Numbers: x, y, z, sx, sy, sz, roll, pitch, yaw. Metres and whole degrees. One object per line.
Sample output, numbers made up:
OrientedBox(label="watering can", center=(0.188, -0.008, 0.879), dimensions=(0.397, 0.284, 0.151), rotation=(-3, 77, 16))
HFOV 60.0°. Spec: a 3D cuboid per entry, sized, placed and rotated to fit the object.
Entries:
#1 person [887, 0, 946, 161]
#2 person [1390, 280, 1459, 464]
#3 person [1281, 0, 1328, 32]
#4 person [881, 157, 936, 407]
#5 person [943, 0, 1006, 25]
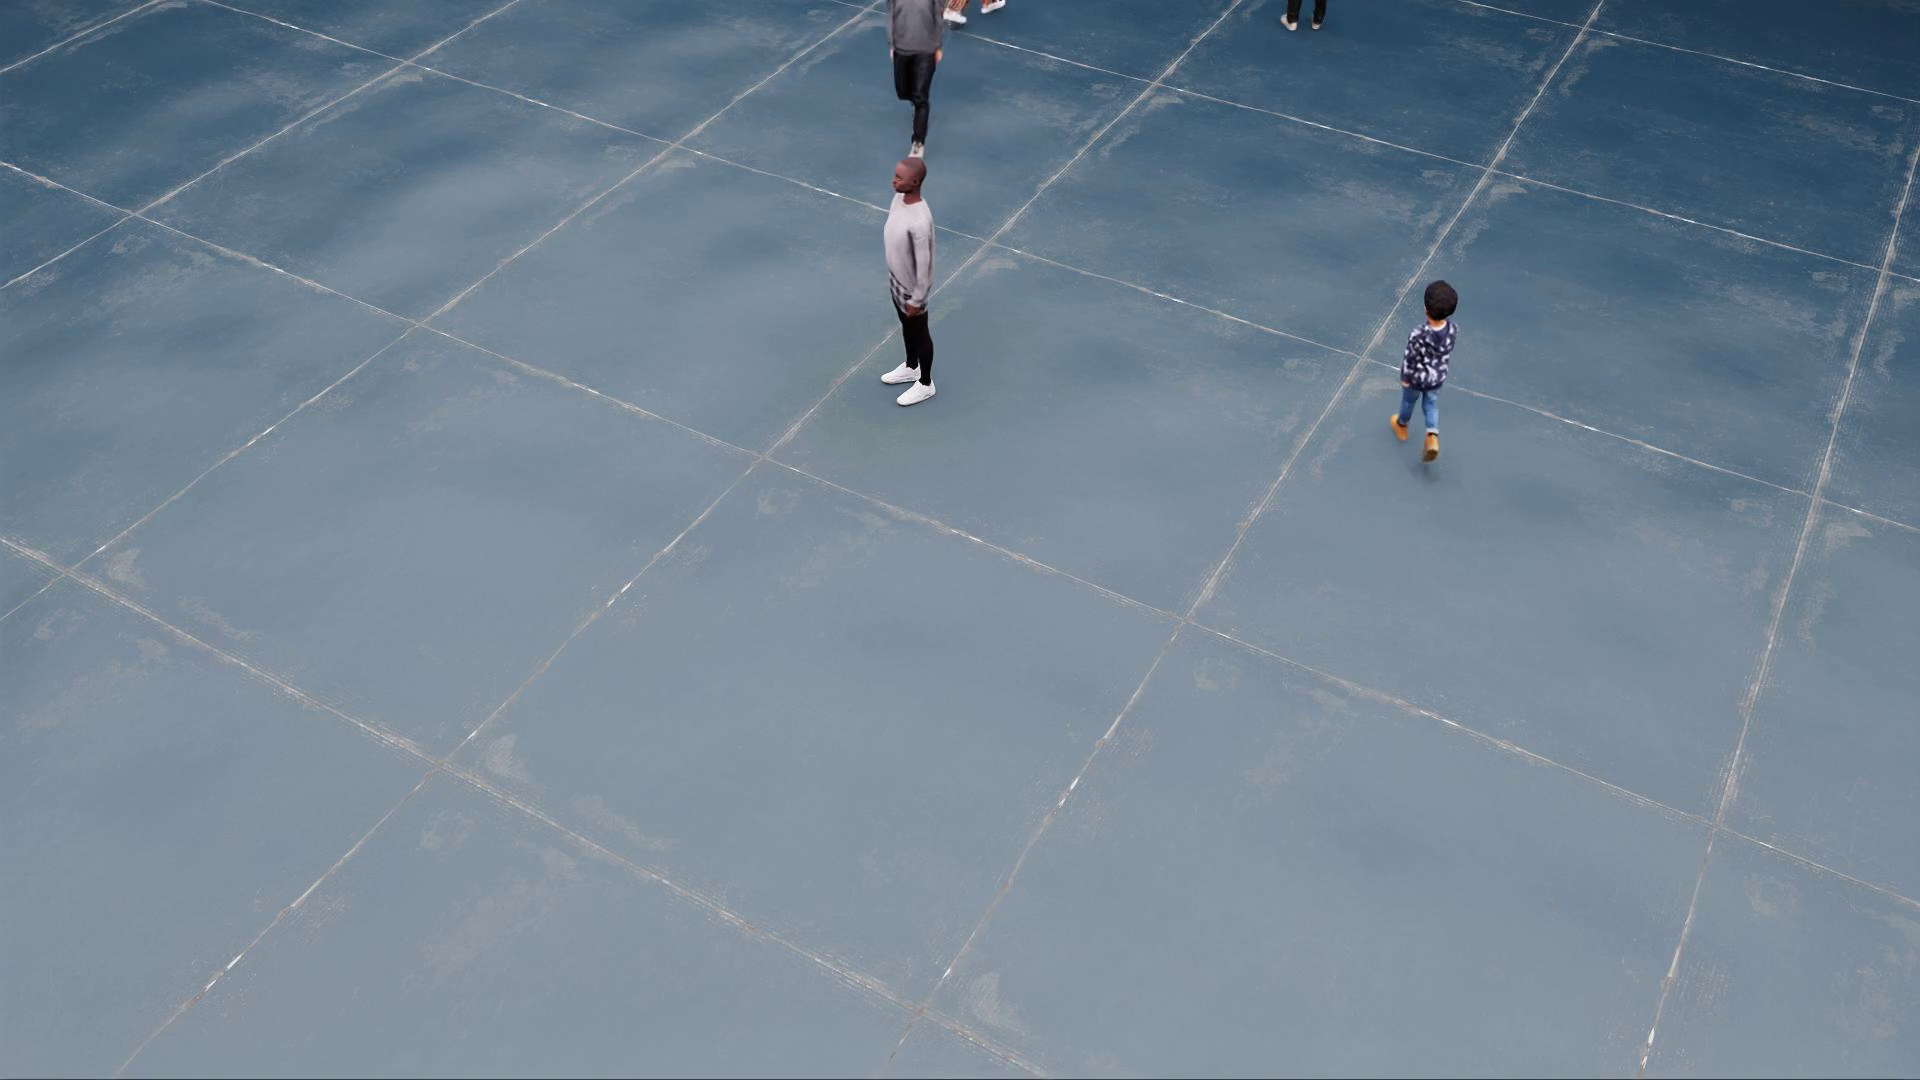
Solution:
OrientedBox(label="person", center=(-0.339, -3.962, 13.291), dimensions=(0.824, 1.745, 1.066), rotation=(7, 43, 8))
OrientedBox(label="person", center=(2.959, -1.050, 10.462), dimensions=(0.755, 1.238, 0.862), rotation=(-5, 43, -6))
OrientedBox(label="person", center=(3.182, -5.461, 14.933), dimensions=(0.715, 1.756, 0.713), rotation=(-1, 42, -1))
OrientedBox(label="person", center=(-0.306, -1.686, 10.766), dimensions=(0.728, 1.771, 0.696), rotation=(-15, 44, -16))
OrientedBox(label="person", center=(0.092, -5.428, 15.058), dimensions=(1.034, 1.540, 0.867), rotation=(-20, 46, -20))
